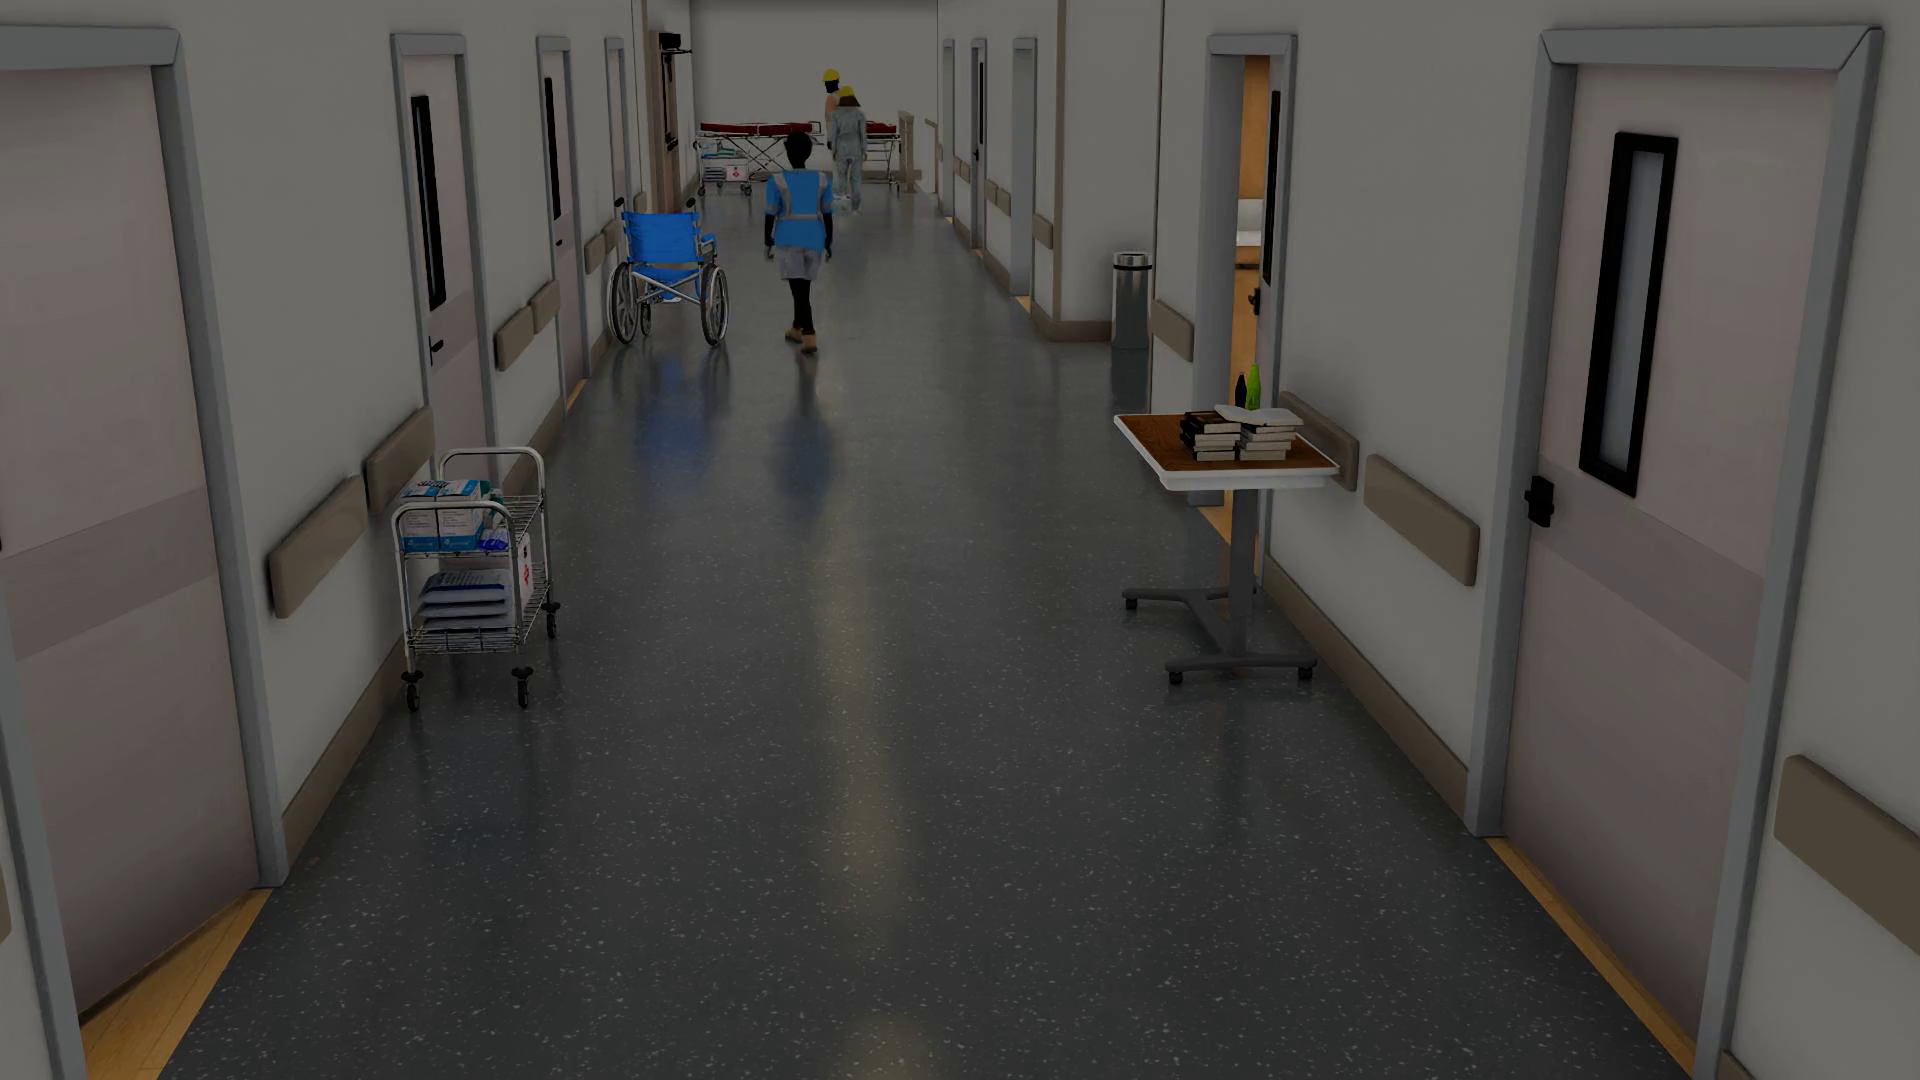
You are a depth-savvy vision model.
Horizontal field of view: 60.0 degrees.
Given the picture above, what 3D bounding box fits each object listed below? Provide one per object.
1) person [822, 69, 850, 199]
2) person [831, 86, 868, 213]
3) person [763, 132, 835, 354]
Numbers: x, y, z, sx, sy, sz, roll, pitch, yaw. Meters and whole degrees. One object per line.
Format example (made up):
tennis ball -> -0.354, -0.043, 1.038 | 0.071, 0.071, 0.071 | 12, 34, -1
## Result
person -> -1.883, -6.108, 25.080 | 0.393, 1.918, 0.585 | 6, 18, 19
person -> -1.522, -5.359, 22.886 | 0.502, 1.726, 0.453 | 2, 17, 5
person -> -1.230, -2.275, 12.724 | 0.540, 1.652, 0.857 | -8, 18, -25
